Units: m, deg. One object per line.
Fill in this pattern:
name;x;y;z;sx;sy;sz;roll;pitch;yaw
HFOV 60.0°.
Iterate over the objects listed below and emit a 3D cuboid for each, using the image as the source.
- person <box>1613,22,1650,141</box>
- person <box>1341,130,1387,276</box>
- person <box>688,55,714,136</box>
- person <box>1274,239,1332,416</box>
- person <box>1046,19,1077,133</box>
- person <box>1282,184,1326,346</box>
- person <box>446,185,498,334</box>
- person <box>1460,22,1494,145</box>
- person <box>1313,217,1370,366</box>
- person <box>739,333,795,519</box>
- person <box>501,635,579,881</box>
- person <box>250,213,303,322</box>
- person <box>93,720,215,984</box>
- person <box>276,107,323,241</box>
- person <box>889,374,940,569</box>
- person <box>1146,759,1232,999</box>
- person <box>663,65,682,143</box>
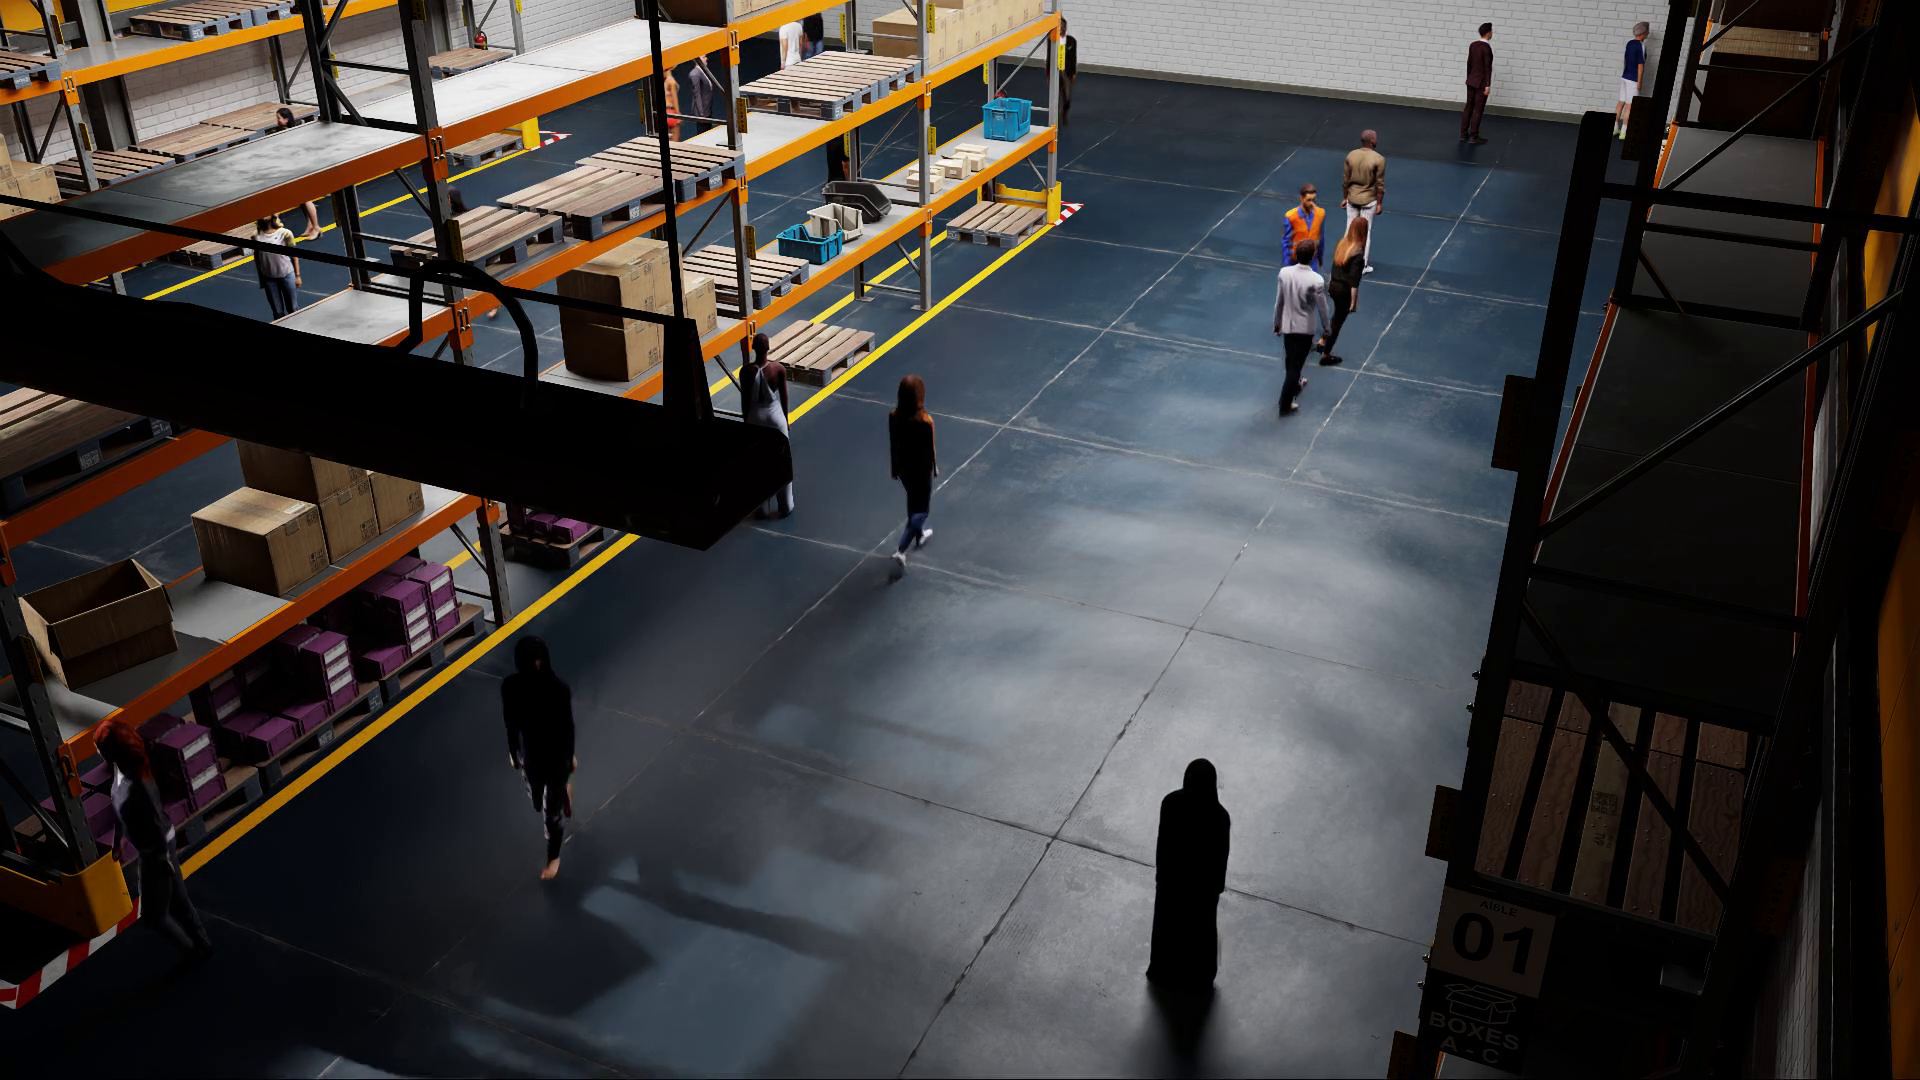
person;10.786;-7.392;26.704;0.783;1.839;0.690;-5;29;-9
person;5.068;-4.267;20.990;0.763;1.824;0.656;19;34;31
person;-3.864;-6.464;24.999;0.857;1.843;0.704;0;29;1
person;3.449;-2.165;17.138;0.899;1.824;1.104;25;37;37
person;1.629;-7.582;27.100;0.794;1.793;0.840;-1;29;-1
person;3.869;-3.201;19.060;1.155;1.801;1.356;-4;29;-7
person;-5.732;-3.290;19.361;0.626;1.670;1.091;10;30;18
person;8.253;-7.284;26.470;0.824;1.873;0.778;-12;31;-21
person;4.132;-2.725;18.302;0.839;1.691;0.777;-10;30;-17
person;-1.764;-1.040;15.118;0.650;1.783;0.670;-5;29;-8
person;-2.686;1.335;10.834;0.797;1.715;1.021;3;29;5
person;-7.654;-2.955;18.691;0.714;1.723;0.732;-4;29;-8
person;-4.728;1.810;9.923;0.716;1.753;0.708;-25;37;-38
person;-8.842;-4.884;22.180;0.795;1.768;0.773;-19;34;-31
person;-0.427;-0.571;14.349;0.637;1.695;1.067;16;32;27
person;1.368;1.961;9.791;0.632;1.615;0.626;18;33;29
person;-4.321;-6.312;24.782;0.661;1.783;0.649;-20;35;-32
